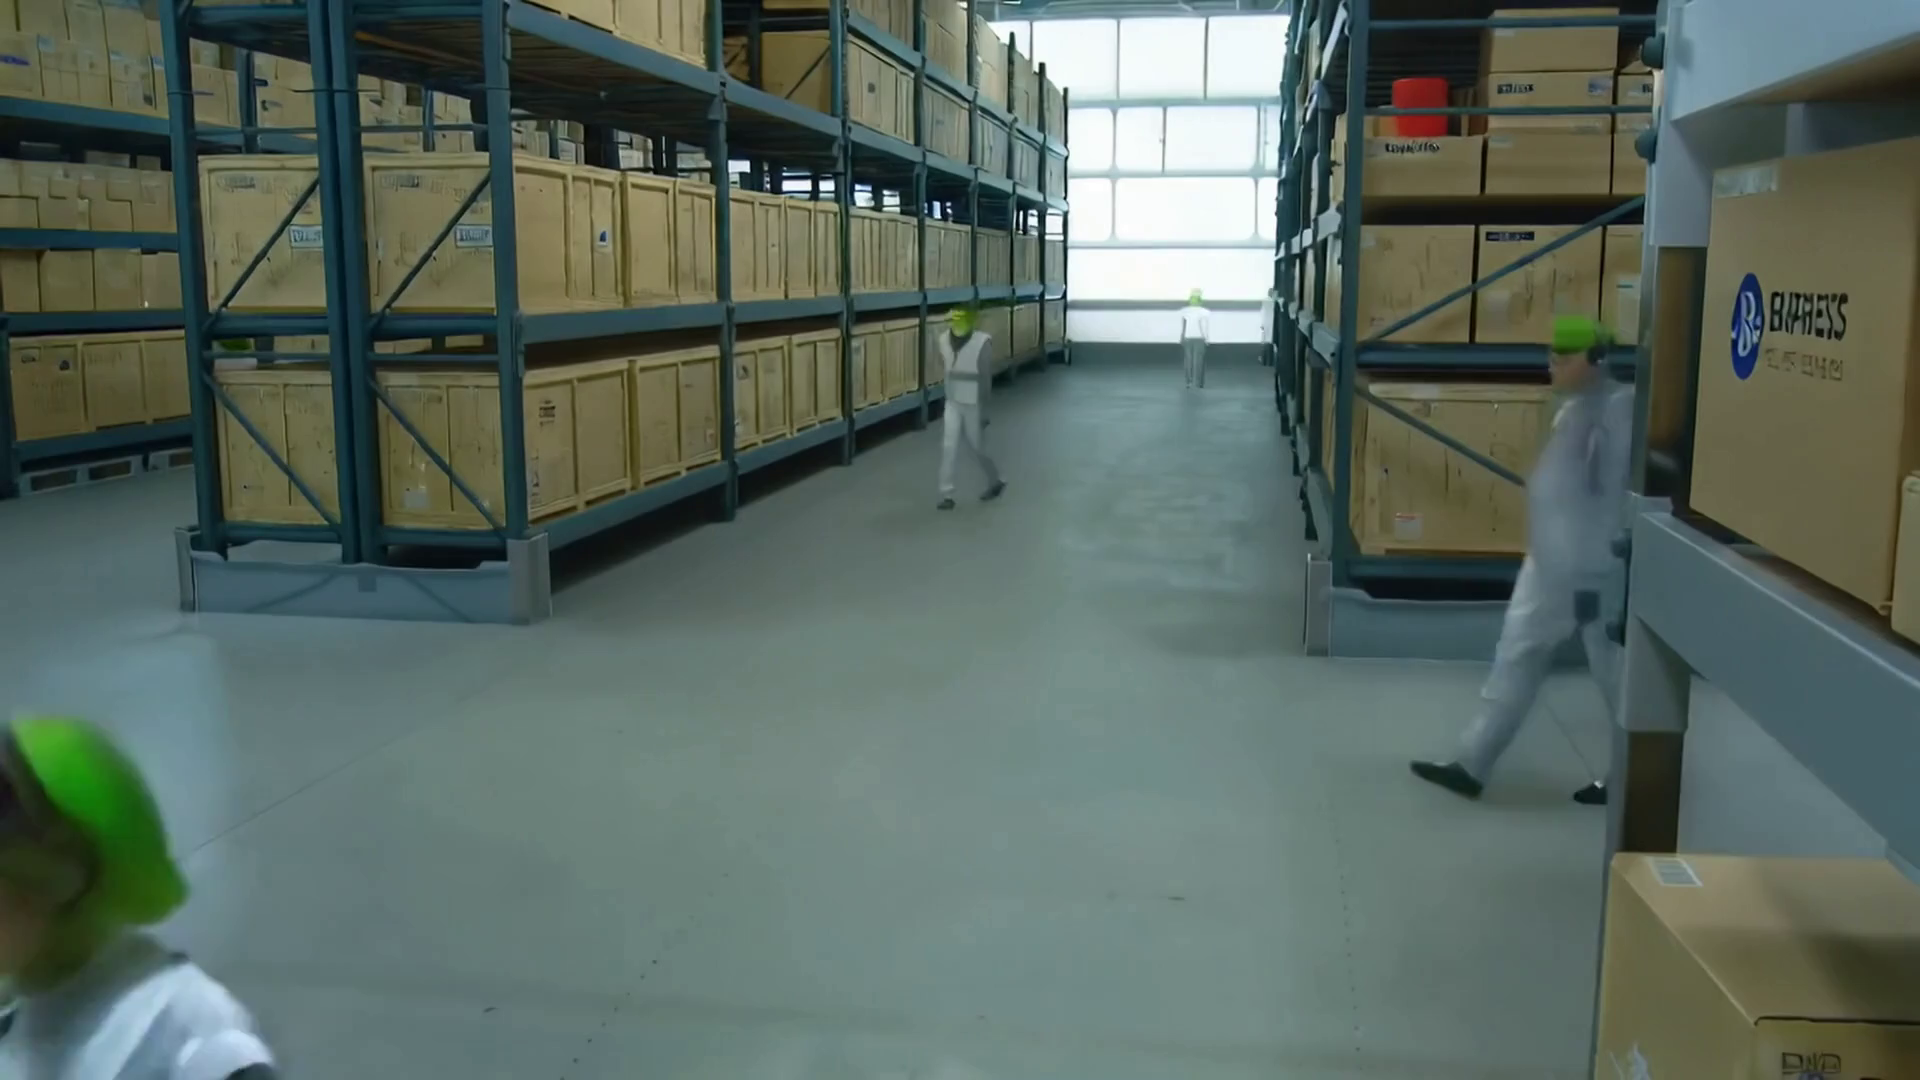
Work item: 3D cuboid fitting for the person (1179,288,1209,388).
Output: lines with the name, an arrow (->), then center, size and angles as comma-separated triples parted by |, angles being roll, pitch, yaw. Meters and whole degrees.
person -> 4.112, -3.535, 29.175 | 0.541, 1.726, 0.872 | 3, 9, 15

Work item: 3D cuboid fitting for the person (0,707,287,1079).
person -> -0.852, 0.963, 1.626 | 0.514, 1.613, 0.677 | 8, 12, 42

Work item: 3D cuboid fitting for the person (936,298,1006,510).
person -> 0.077, -1.186, 14.381 | 0.563, 1.811, 0.834 | 6, 11, 32

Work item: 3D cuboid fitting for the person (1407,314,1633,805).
person -> 2.211, 0.100, 6.205 | 0.965, 1.856, 0.678 | -3, 10, -15

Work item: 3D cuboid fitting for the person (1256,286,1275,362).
person -> 7.086, -4.872, 37.552 | 0.868, 1.690, 0.583 | -3, 10, -20

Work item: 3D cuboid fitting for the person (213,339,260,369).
person -> -6.373, -1.130, 14.596 | 0.504, 1.620, 0.340 | -2, 9, -12
